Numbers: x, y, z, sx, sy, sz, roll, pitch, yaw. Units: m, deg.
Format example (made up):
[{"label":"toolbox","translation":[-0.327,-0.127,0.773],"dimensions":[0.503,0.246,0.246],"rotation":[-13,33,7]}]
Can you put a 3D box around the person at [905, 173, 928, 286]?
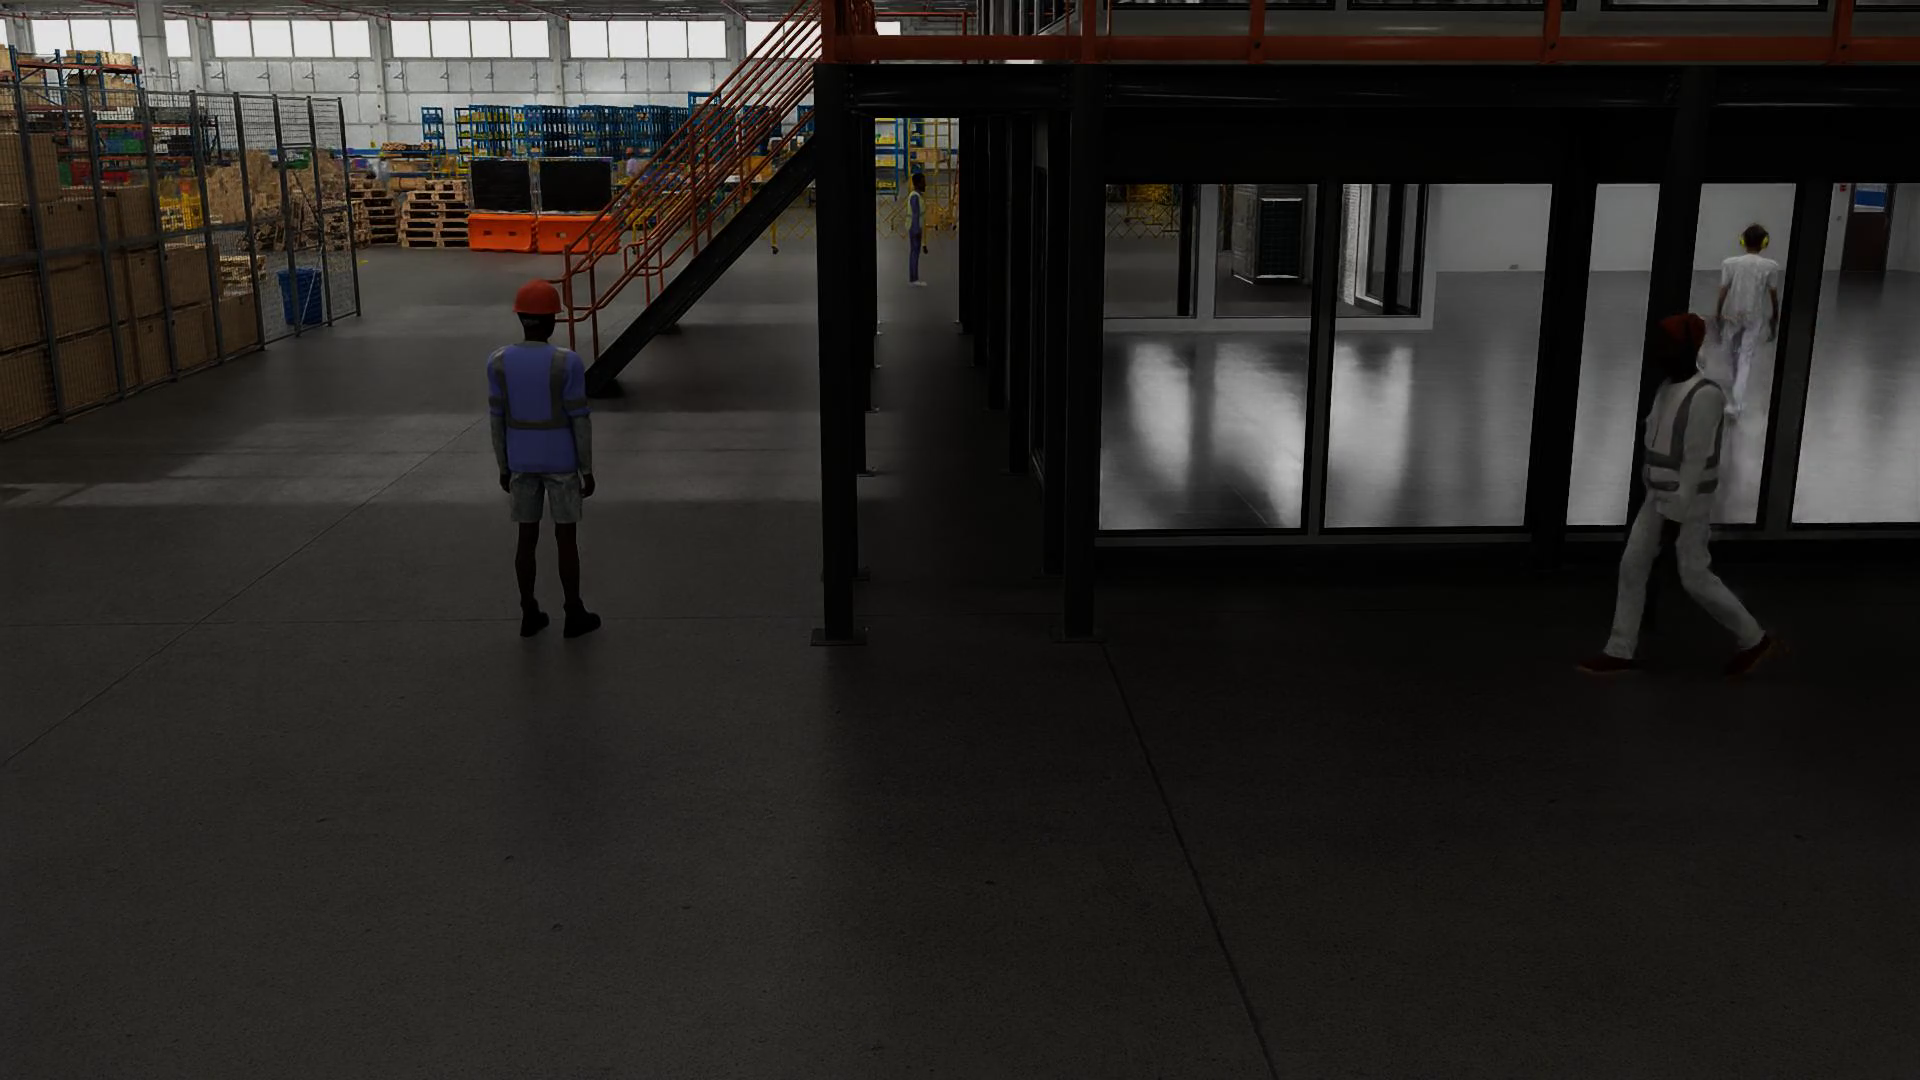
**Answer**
[{"label":"person","translation":[-0.752,-5.330,28.587],"dimensions":[0.391,1.920,0.588],"rotation":[0,14,0]}]

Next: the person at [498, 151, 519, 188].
[{"label":"person","translation":[-14.836,-11.833,54.681],"dimensions":[0.657,1.867,0.756],"rotation":[-3,14,-11]}]

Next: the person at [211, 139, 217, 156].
[{"label":"person","translation":[-40.346,-20.710,90.011],"dimensions":[0.402,1.943,0.605],"rotation":[-8,16,-30]}]

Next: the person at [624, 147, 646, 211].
[{"label":"person","translation":[-10.288,-11.352,52.434],"dimensions":[0.635,2.031,0.632],"rotation":[0,14,0]}]

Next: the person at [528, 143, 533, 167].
[{"label":"person","translation":[-21.755,-19.308,84.693],"dimensions":[0.769,1.803,0.602],"rotation":[-1,14,-5]}]

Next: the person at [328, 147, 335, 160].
[{"label":"person","translation":[-27.829,-16.585,73.962],"dimensions":[0.875,1.727,0.546],"rotation":[1,14,4]}]

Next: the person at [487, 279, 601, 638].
[{"label":"person","translation":[-2.230,-0.428,8.955],"dimensions":[0.551,1.936,0.357],"rotation":[2,14,8]}]

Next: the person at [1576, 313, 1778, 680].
[{"label":"person","translation":[3.620,-0.192,8.204],"dimensions":[0.890,1.855,0.578],"rotation":[-1,14,-3]}]

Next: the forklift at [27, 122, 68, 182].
[{"label":"forklift","translation":[-35.376,-14.773,64.377],"dimensions":[1.129,2.768,1.873],"rotation":[-1,14,-2]}]

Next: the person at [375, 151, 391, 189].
[{"label":"person","translation":[-20.412,-12.836,58.809],"dimensions":[0.758,1.809,0.603],"rotation":[10,17,34]}]

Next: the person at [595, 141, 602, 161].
[{"label":"person","translation":[-18.042,-19.078,83.378],"dimensions":[0.387,1.992,0.626],"rotation":[10,17,34]}]
